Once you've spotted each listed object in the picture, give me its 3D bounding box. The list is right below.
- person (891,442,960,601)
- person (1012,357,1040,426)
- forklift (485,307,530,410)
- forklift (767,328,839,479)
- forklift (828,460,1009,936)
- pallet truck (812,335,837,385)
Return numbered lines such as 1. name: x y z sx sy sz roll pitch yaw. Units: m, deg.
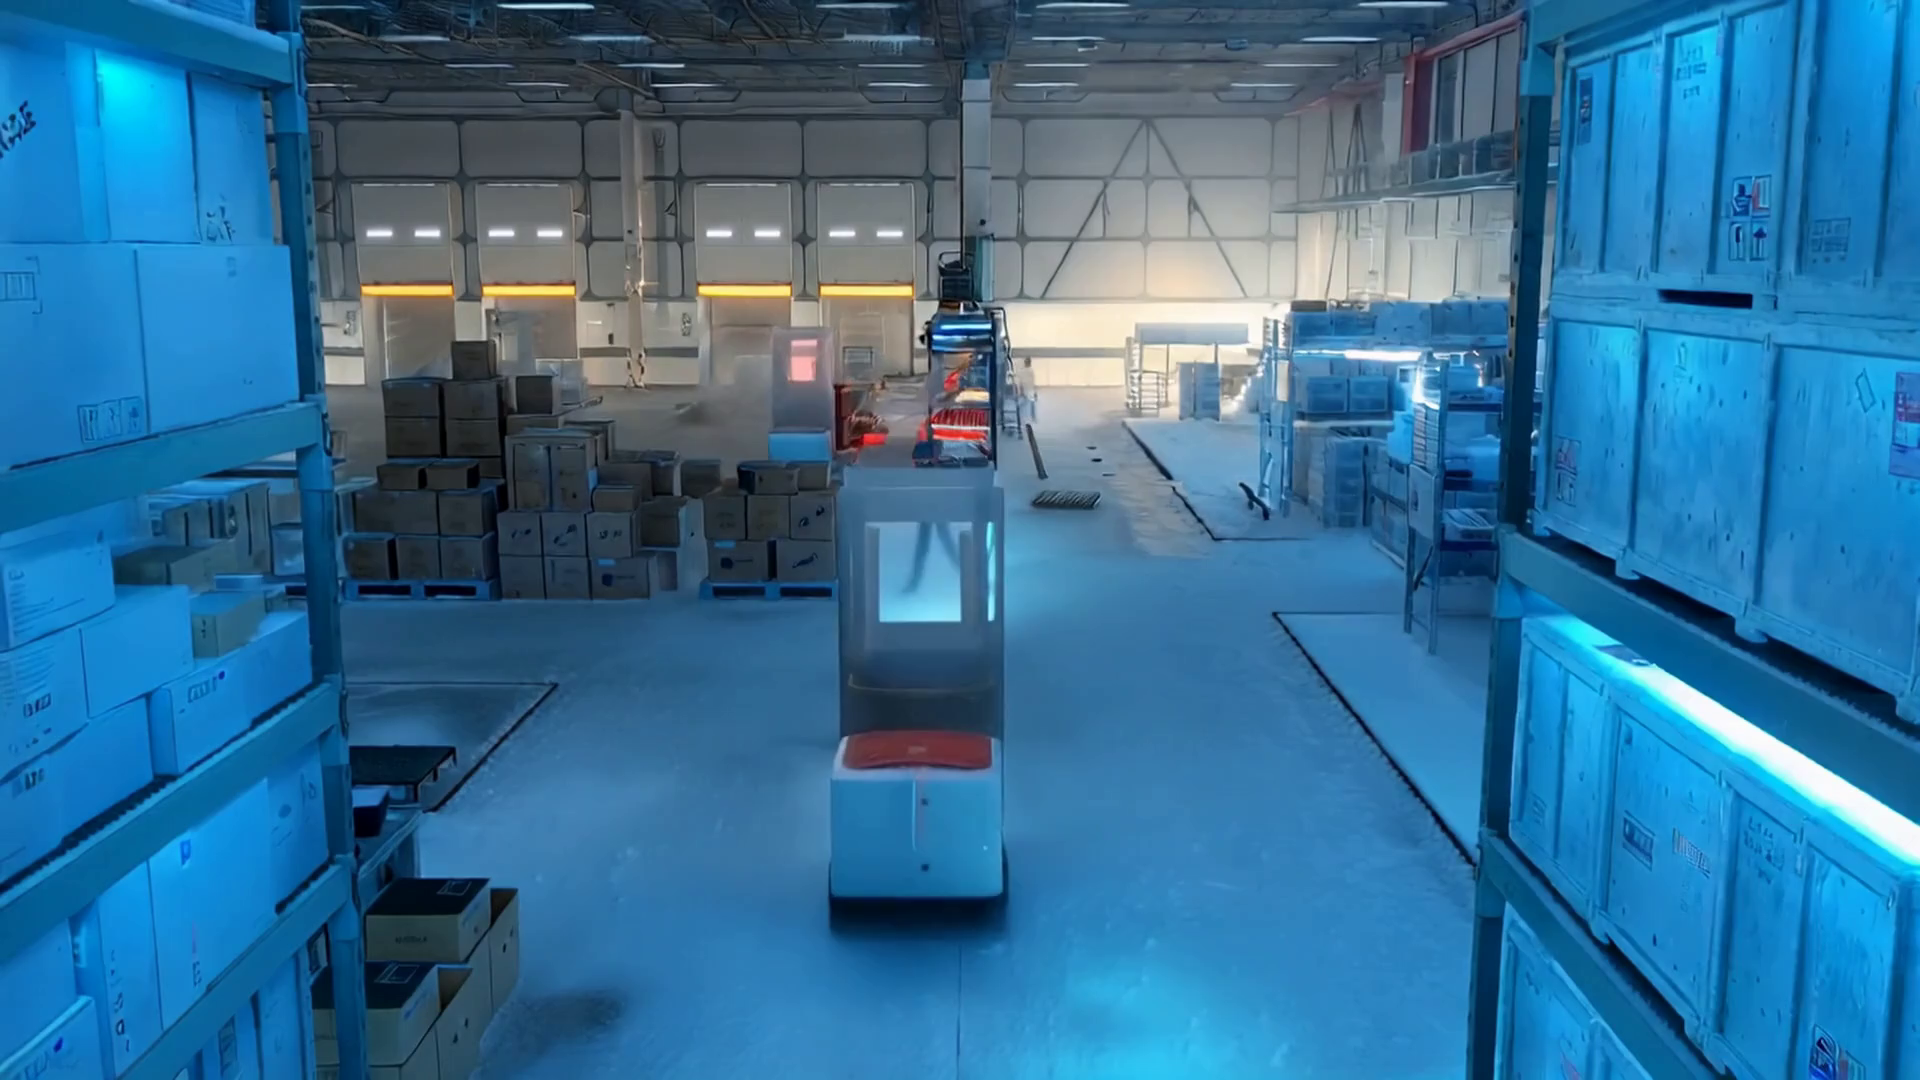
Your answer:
1. person: -0.302 -0.223 19.815 1.112 1.900 0.622 -6 11 -29
2. person: 1.546 -3.584 39.909 0.534 1.656 0.826 -8 13 -40
3. forklift: -10.754 -4.150 39.646 1.129 2.768 1.873 0 10 1
4. forklift: -2.738 -2.265 28.771 1.129 2.768 1.873 0 10 1
5. forklift: -0.255 0.882 10.612 1.129 2.768 1.873 0 10 1
6. pallet truck: -3.021 -4.312 43.126 1.885 1.965 0.823 3 10 17
